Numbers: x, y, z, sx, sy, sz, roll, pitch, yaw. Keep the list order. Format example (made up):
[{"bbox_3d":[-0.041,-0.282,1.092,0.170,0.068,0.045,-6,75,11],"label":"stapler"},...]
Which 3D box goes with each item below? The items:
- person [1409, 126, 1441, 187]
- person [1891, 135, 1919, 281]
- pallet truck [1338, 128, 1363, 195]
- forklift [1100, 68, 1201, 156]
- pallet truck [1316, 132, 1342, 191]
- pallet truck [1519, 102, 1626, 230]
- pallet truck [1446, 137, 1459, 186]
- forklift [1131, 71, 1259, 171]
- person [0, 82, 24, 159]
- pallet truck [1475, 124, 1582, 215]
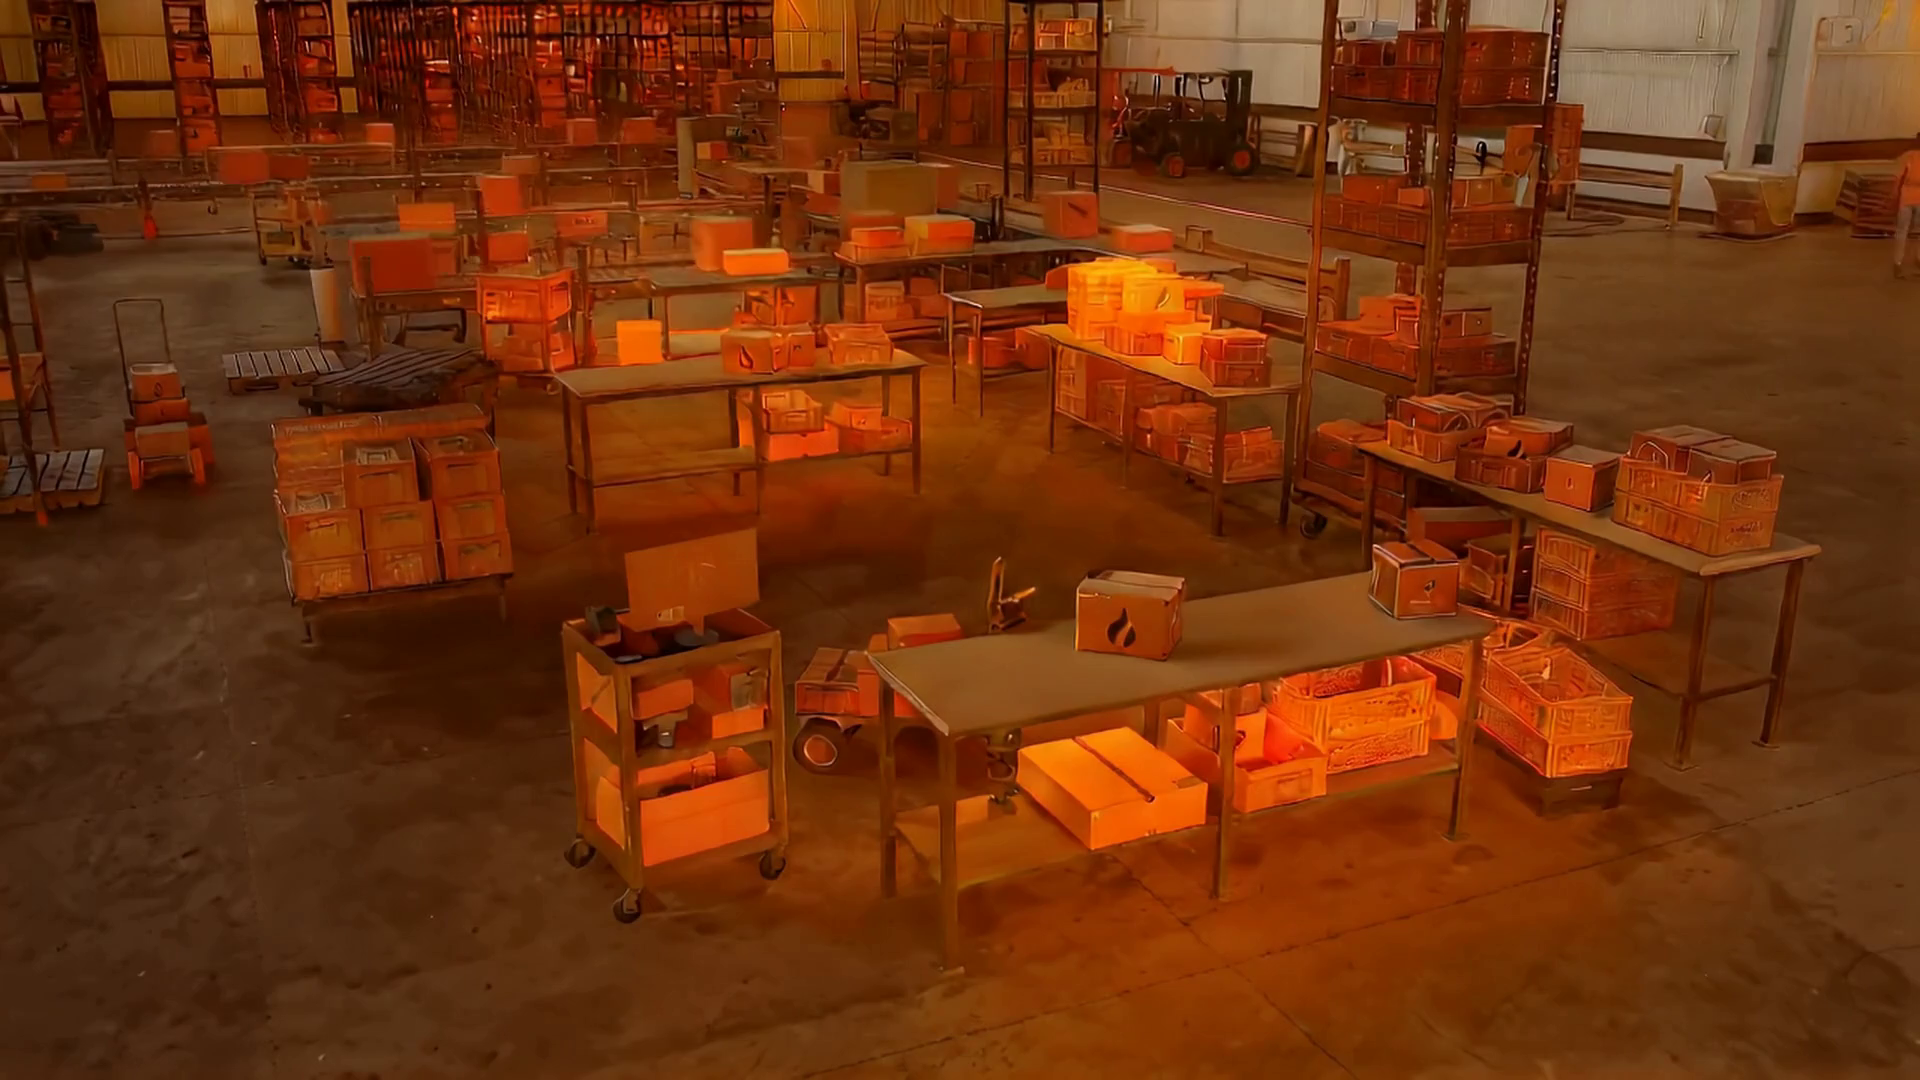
[{"bbox_3d":[8.251,-6.856,29.646,0.654,1.828,1.031,0,18,0],"label":"person"},{"bbox_3d":[12.463,-4.392,21.585,0.862,2.011,0.615,-16,24,-41],"label":"person"},{"bbox_3d":[7.845,-7.140,31.411,1.522,1.261,0.704,-9,20,-25],"label":"pallet truck"},{"bbox_3d":[4.082,-9.564,37.410,2.680,1.987,1.157,-8,19,-23],"label":"forklift"},{"bbox_3d":[7.723,-7.504,32.656,1.601,1.201,0.680,-8,19,-23],"label":"pallet truck"},{"bbox_3d":[9.972,-6.037,26.785,1.885,1.965,0.823,-9,20,-25],"label":"pallet truck"},{"bbox_3d":[9.184,-6.485,29.328,1.630,1.274,0.653,-8,19,-23],"label":"pallet truck"},{"bbox_3d":[4.998,-8.936,35.413,2.680,1.987,1.157,-9,20,-25],"label":"forklift"},{"bbox_3d":[-22.686,-10.007,39.663,0.607,1.782,0.957,-14,23,-38],"label":"person"},{"bbox_3d":[9.707,-6.455,28.103,1.885,1.965,0.823,-7,19,-20],"label":"pallet truck"}]
